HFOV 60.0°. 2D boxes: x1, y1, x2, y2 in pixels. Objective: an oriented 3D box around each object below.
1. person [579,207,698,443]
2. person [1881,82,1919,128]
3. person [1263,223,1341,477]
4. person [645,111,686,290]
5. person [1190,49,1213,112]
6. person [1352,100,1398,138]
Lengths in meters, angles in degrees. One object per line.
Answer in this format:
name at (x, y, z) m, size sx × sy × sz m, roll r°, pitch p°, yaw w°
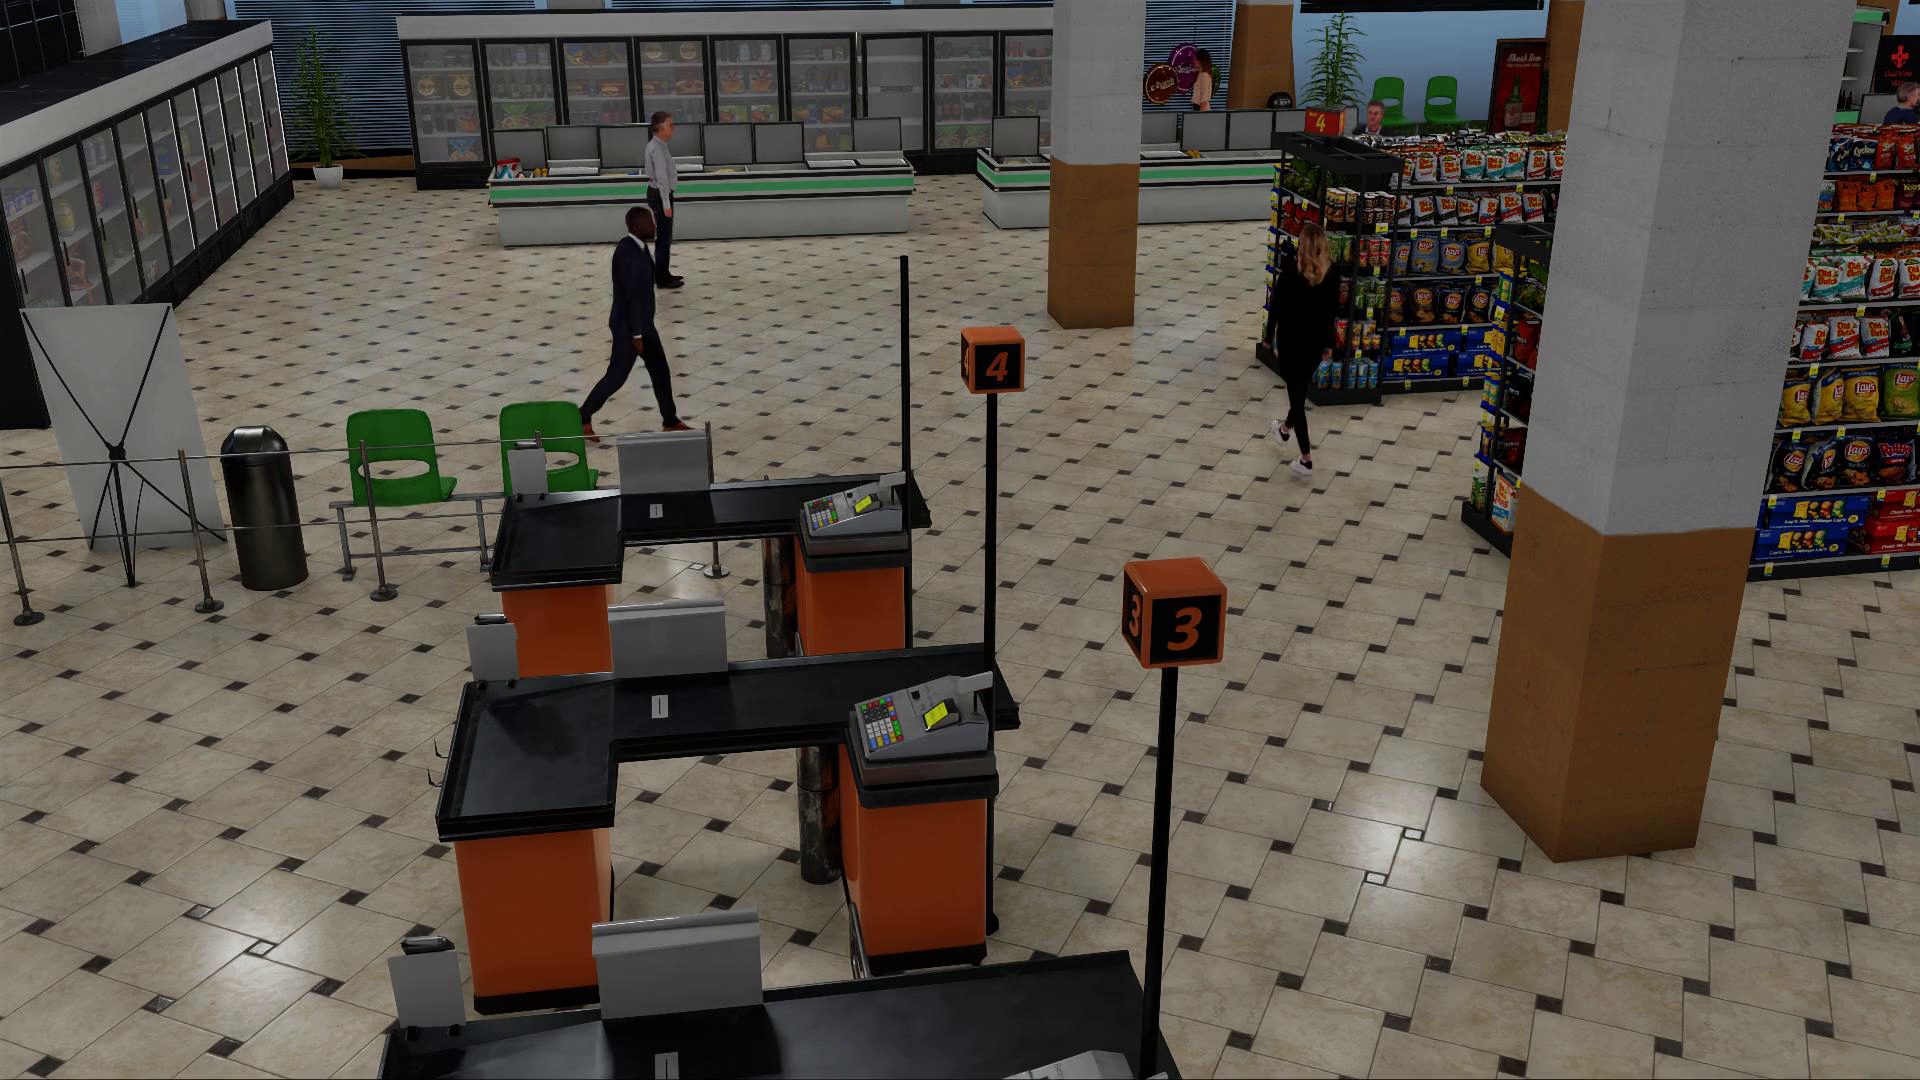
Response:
person at (-2.536, -1.582, 12.466) m, size 1.272 × 1.793 × 0.833 m, roll 0°, pitch 22°, yaw -1°
person at (10.747, -4.306, 19.144) m, size 0.569 × 1.870 × 0.682 m, roll -1°, pitch 22°, yaw -4°
person at (2.457, -1.307, 11.848) m, size 1.116 × 1.744 × 0.712 m, roll -5°, pitch 22°, yaw -12°
person at (-3.113, -3.544, 17.319) m, size 0.588 × 1.817 × 0.663 m, roll -6°, pitch 23°, yaw -14°
person at (3.423, -6.022, 23.523) m, size 0.596 × 1.788 × 0.637 m, roll 1°, pitch 22°, yaw 3°
person at (4.468, -3.849, 18.090) m, size 1.182 × 1.807 × 1.227 m, roll 14°, pitch 26°, yaw 30°
